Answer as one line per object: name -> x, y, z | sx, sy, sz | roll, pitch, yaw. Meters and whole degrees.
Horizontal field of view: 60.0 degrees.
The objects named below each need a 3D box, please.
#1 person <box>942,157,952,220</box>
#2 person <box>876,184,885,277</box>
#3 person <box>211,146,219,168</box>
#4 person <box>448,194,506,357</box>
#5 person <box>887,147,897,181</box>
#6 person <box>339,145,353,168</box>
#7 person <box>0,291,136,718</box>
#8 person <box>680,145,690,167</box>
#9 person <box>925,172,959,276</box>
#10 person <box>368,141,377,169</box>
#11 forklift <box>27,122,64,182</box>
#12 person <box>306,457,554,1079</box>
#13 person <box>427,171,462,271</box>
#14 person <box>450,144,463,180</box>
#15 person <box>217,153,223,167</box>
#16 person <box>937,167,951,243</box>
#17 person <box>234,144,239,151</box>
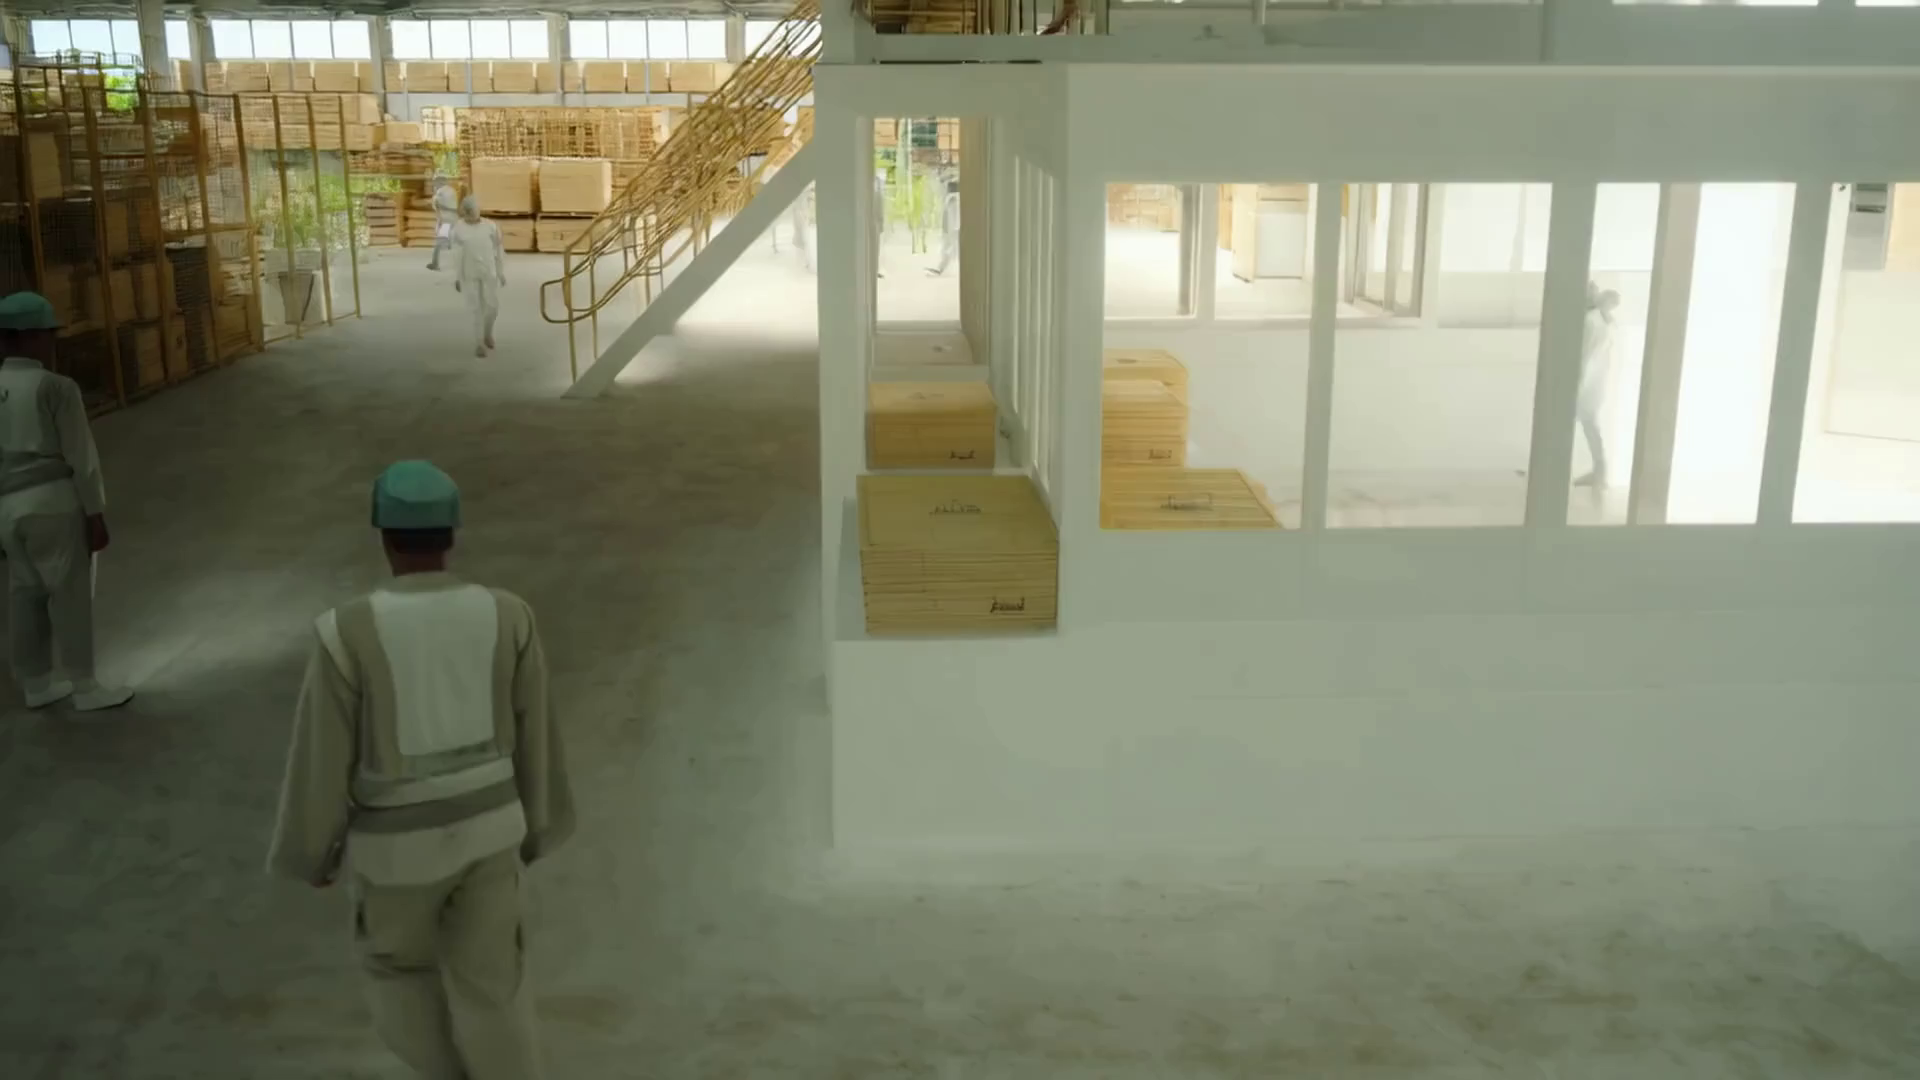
person -> -0.367, -9.975, 47.275 | 0.374, 1.859, 0.507 | 4, 14, 14
person -> -1.634, -5.775, 30.118 | 0.672, 2.000, 0.536 | -9, 16, -31
person -> -29.917, -14.870, 66.752 | 1.016, 1.894, 0.600 | 6, 15, 22
person -> -5.764, -3.161, 19.901 | 0.645, 1.925, 0.504 | -5, 15, -20
person -> -3.047, -16.938, 74.869 | 0.718, 1.970, 0.633 | -13, 19, -42
person -> -27.434, -16.759, 74.434 | 0.588, 1.837, 0.403 | 2, 14, 7
person -> -4.247, -0.151, 7.734 | 0.623, 1.991, 0.382 | 3, 14, 13
person -> -13.168, -18.132, 80.036 | 0.617, 1.787, 0.942 | -2, 14, -7
person -> -0.157, -5.705, 30.155 | 0.987, 1.873, 0.601 | -5, 15, -18
person -> -29.818, -19.302, 84.455 | 0.409, 1.907, 0.651 | -5, 15, -18
forklift -> -35.376, -14.773, 64.377 | 1.129, 2.768, 1.873 | -1, 14, -2
person -> -1.351, 0.751, 4.289 | 0.630, 1.912, 0.547 | -9, 17, -32
person -> -9.723, -6.040, 31.516 | 1.027, 1.885, 0.555 | 9, 17, 32
person -> -22.569, -16.826, 74.680 | 0.566, 1.846, 0.389 | -6, 15, -24
person -> -29.264, -14.620, 66.278 | 0.531, 1.640, 0.735 | 12, 18, 39
person -> -0.334, -7.817, 38.855 | 0.406, 1.754, 0.529 | -3, 14, -14
person -> -38.096, -20.085, 87.952 | 0.577, 1.724, 0.491 | 6, 15, 24
